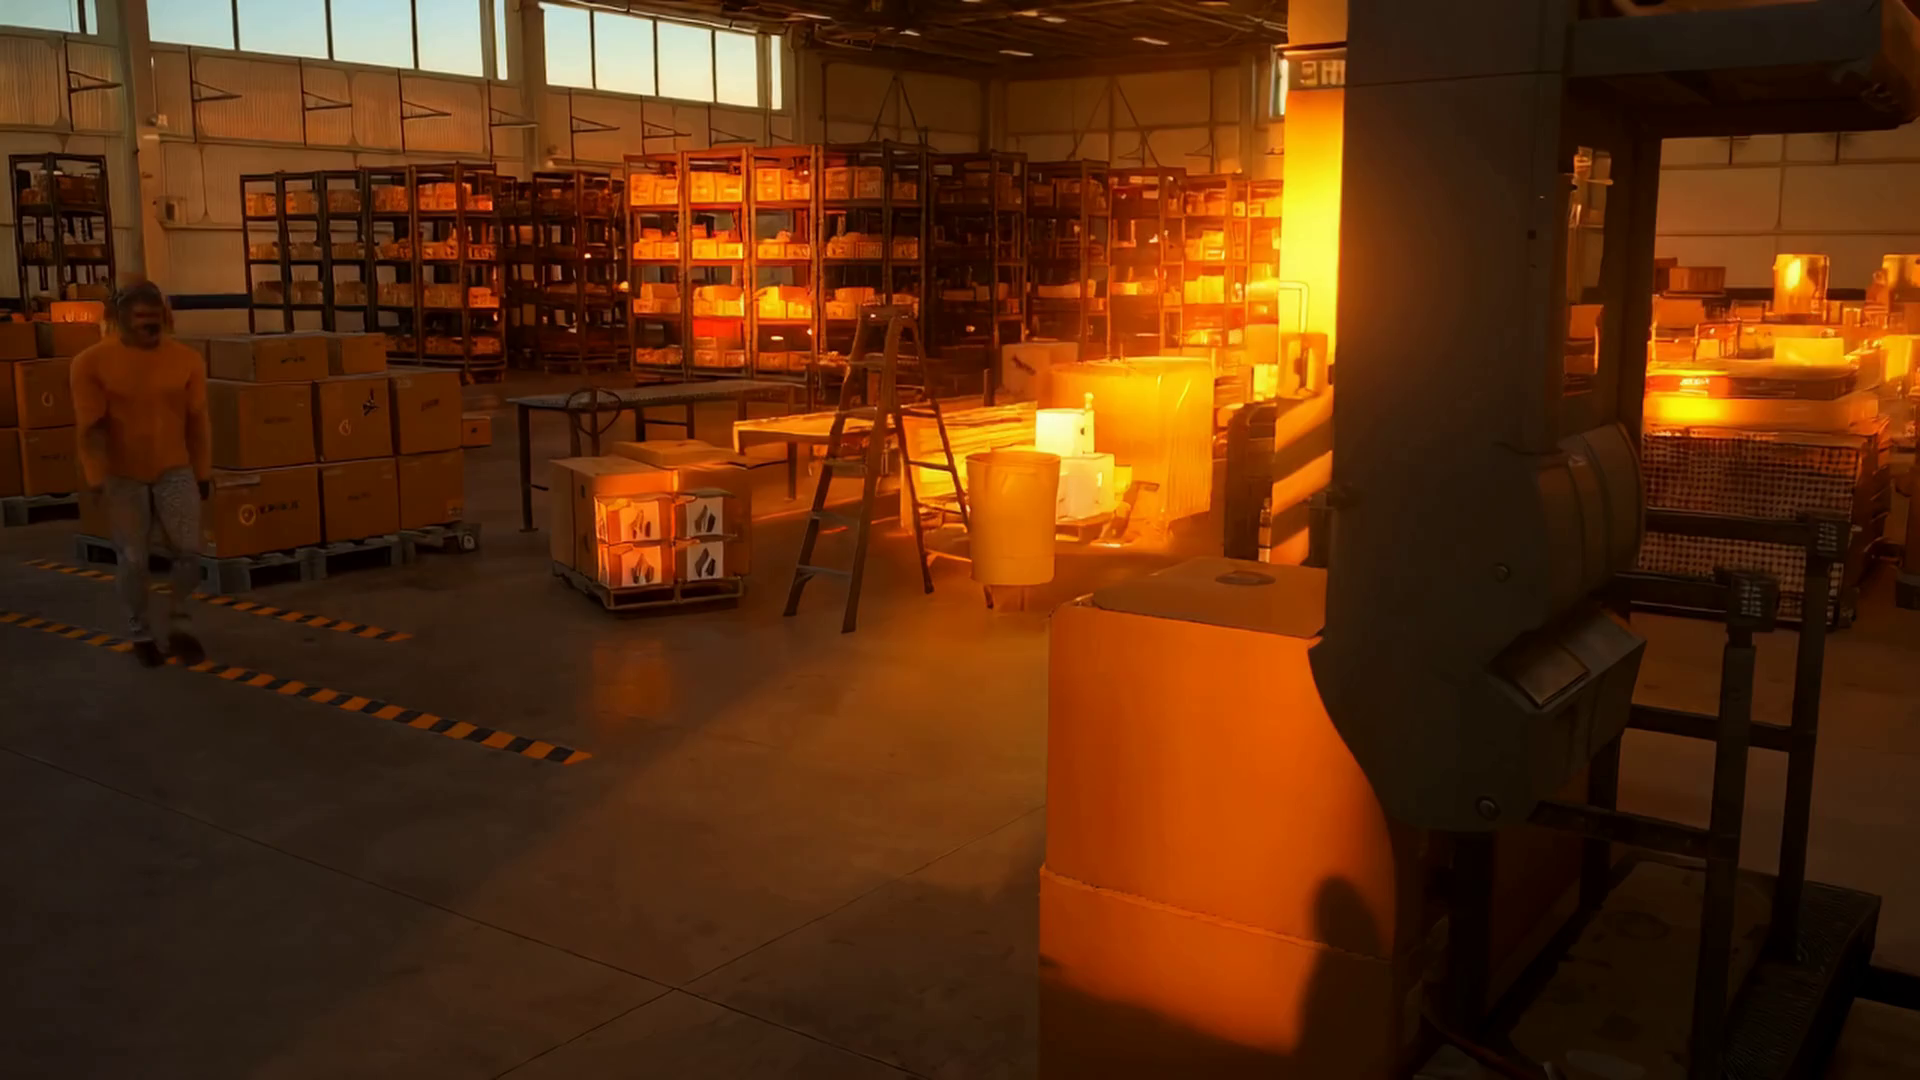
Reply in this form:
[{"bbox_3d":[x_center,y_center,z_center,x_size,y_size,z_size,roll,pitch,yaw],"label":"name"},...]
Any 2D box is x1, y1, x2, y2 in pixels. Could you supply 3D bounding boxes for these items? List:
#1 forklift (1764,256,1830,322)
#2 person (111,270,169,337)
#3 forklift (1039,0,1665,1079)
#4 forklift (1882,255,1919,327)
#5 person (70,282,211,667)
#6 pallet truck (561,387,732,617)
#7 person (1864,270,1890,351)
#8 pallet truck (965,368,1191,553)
[{"bbox_3d":[20.253,-5.854,40.139,1.157,1.987,2.680,7,12,35],"label":"forklift"},{"bbox_3d":[-6.955,-1.305,14.111,1.012,1.934,0.620,-1,10,-5],"label":"person"},{"bbox_3d":[1.249,-0.137,4.360,1.873,2.768,1.129,7,12,35],"label":"forklift"},{"bbox_3d":[22.089,-5.634,38.796,1.157,1.987,2.680,6,11,33],"label":"forklift"},{"bbox_3d":[-4.005,-0.306,8.226,0.645,1.916,0.592,-7,12,-37],"label":"person"},{"bbox_3d":[-1.981,-0.274,10.088,0.680,1.201,1.601,-5,11,-28],"label":"pallet truck"},{"bbox_3d":[19.443,-4.799,35.237,0.404,1.830,0.599,-3,10,-18],"label":"person"},{"bbox_3d":[0.845,-0.609,11.869,1.630,1.274,0.653,7,12,35],"label":"pallet truck"}]
